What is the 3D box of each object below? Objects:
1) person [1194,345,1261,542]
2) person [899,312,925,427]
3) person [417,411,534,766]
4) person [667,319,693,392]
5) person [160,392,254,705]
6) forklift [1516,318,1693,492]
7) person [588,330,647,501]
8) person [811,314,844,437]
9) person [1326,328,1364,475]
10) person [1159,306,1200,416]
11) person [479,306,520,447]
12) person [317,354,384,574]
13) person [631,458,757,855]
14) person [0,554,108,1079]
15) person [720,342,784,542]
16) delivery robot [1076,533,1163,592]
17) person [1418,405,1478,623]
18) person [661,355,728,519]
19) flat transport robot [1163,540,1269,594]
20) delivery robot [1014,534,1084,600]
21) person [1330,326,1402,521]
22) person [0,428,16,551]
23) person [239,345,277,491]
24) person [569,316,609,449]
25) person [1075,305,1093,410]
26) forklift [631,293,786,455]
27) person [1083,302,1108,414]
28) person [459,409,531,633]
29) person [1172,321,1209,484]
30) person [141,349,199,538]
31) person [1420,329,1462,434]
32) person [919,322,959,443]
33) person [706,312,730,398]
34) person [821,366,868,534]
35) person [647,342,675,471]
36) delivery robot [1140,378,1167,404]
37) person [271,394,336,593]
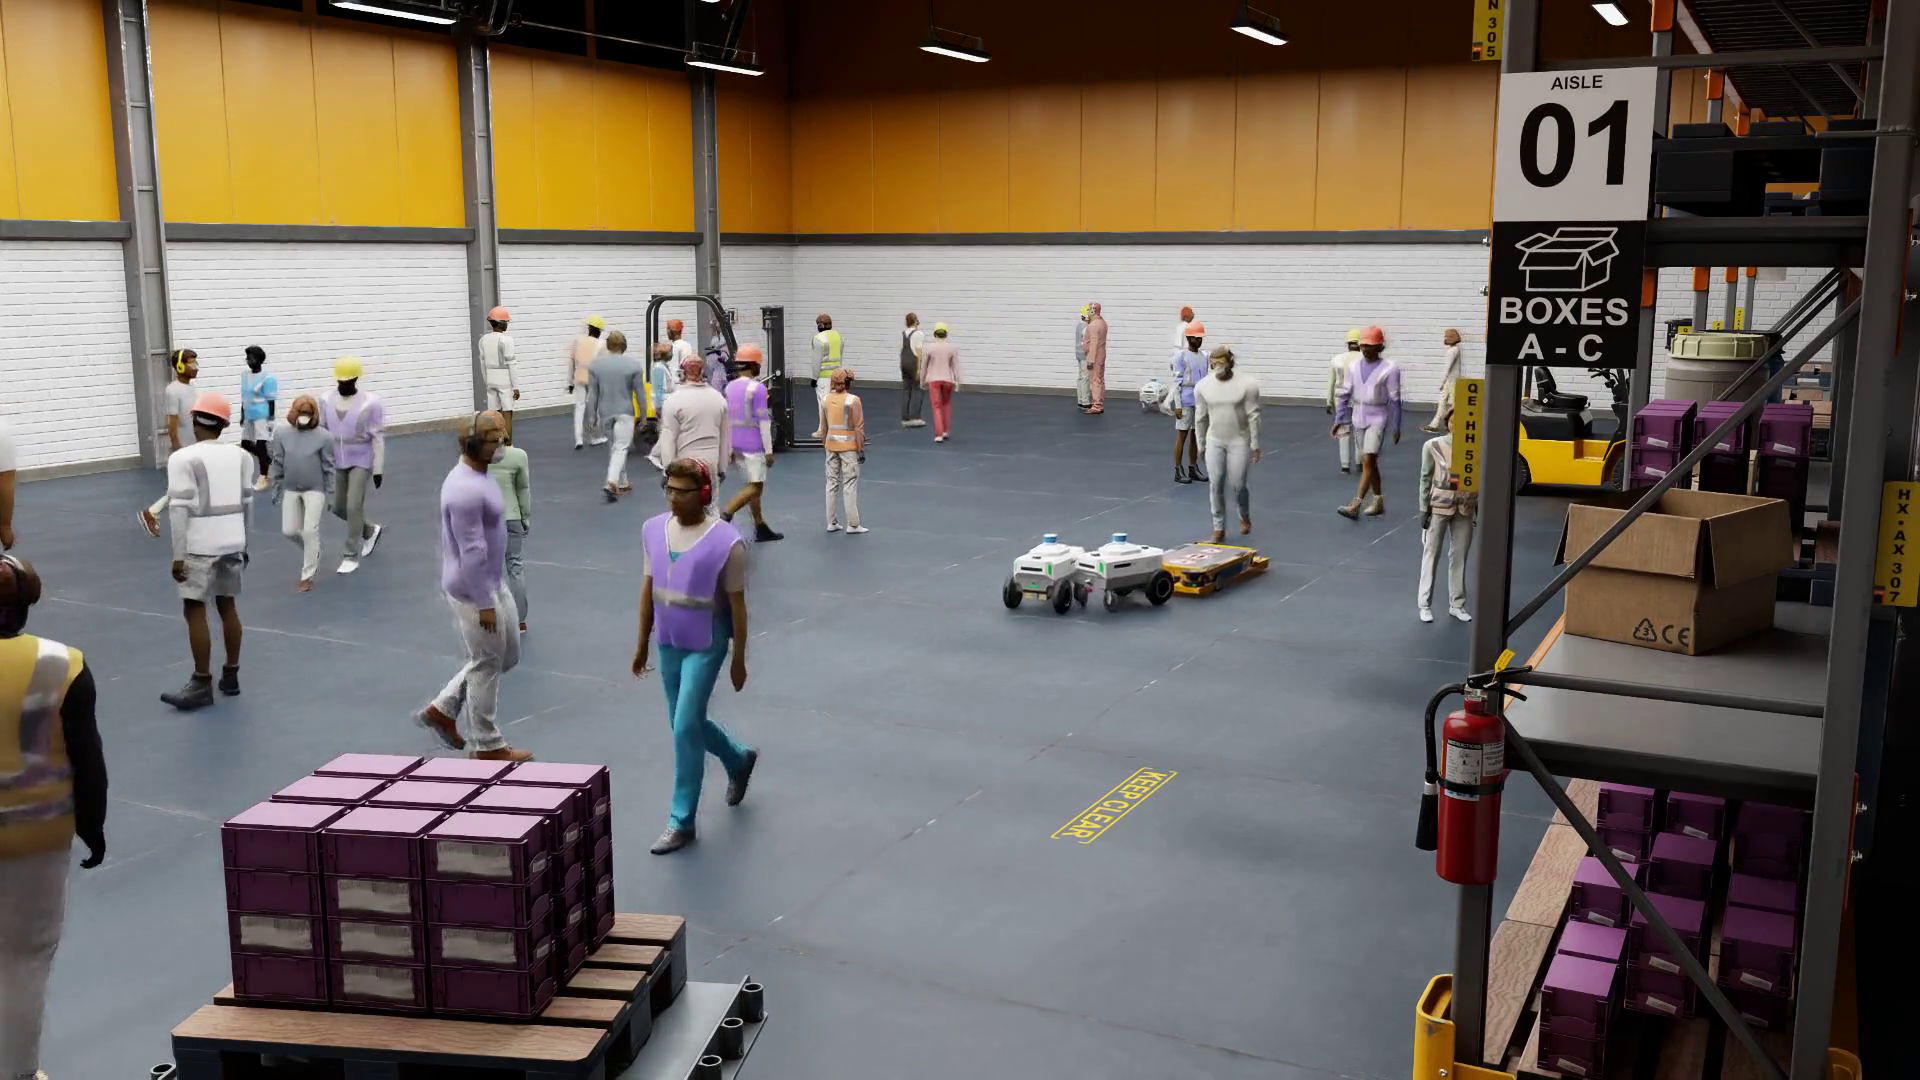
[{"bbox_3d":[2.548,-0.922,15.842,0.640,1.896,0.633,4,11,22],"label":"person"},{"bbox_3d":[-0.789,-2.692,26.332,0.525,1.804,0.522,7,12,35],"label":"person"},{"bbox_3d":[-2.600,0.277,8.825,0.515,1.922,0.636,-1,10,-4],"label":"person"},{"bbox_3d":[-3.707,-1.982,22.001,0.338,1.883,0.583,3,10,18],"label":"person"},{"bbox_3d":[-4.668,0.053,10.230,0.412,1.882,0.773,5,11,25],"label":"person"},{"bbox_3d":[7.066,-1.601,18.899,2.313,2.155,1.214,5,11,27],"label":"forklift"},{"bbox_3d":[-3.842,-1.392,18.571,0.643,1.904,0.971,1,10,8],"label":"person"},{"bbox_3d":[-2.007,-2.445,24.820,0.429,1.841,0.625,7,12,34],"label":"person"},{"bbox_3d":[4.879,-1.728,20.740,0.617,1.809,0.682,2,10,10],"label":"person"},{"bbox_3d":[3.734,-2.967,27.792,0.589,1.867,0.703,-3,10,-19],"label":"person"},{"bbox_3d":[-6.058,-2.060,21.997,0.608,2.044,0.373,6,11,31],"label":"person"},{"bbox_3d":[-5.277,-0.686,14.475,0.636,1.893,0.733,2,10,12],"label":"person"},{"bbox_3d":[-1.227,0.495,7.871,0.573,1.817,0.831,7,12,34],"label":"person"},{"bbox_3d":[-3.041,0.947,5.266,0.642,1.815,0.451,-3,10,-15],"label":"person"},{"bbox_3d":[-2.026,-0.891,15.607,0.808,1.919,0.552,-8,13,-40],"label":"person"},{"bbox_3d":[1.249,0.191,12.995,0.707,0.478,0.477,-7,12,-37],"label":"delivery robot"},{"bbox_3d":[3.667,-0.199,12.401,0.515,1.636,0.315,-1,10,-5],"label":"person"},{"bbox_3d":[-2.258,-0.614,14.062,0.398,1.896,0.642,8,13,39],"label":"person"},{"bbox_3d":[2.008,0.217,13.932,0.652,0.197,1.431,6,11,32],"label":"flat transport robot"},{"bbox_3d":[0.699,0.199,12.950,0.477,0.478,0.707,5,11,26],"label":"delivery robot"},{"bbox_3d":[4.155,-1.197,17.131,1.028,1.992,0.620,-8,13,-40],"label":"person"},{"bbox_3d":[-6.599,-0.125,10.796,0.695,2.000,0.768,1,10,7],"label":"person"},{"bbox_3d":[-8.135,-1.427,19.332,0.569,1.687,0.539,6,11,29],"label":"person"},{"bbox_3d":[-5.256,-2.226,23.505,0.672,1.857,0.957,2,10,10],"label":"person"},{"bbox_3d":[2.232,-3.208,29.249,0.403,1.833,0.586,-2,10,-11],"label":"person"},{"bbox_3d":[-3.588,-2.317,23.042,2.313,2.155,1.214,-1,10,-5],"label":"forklift"},{"bbox_3d":[2.290,-3.102,28.417,0.401,1.910,0.640,4,10,21],"label":"person"},{"bbox_3d":[-3.330,-0.120,11.946,0.504,1.633,0.279,-6,11,-30],"label":"person"},{"bbox_3d":[2.788,-1.647,19.910,0.546,1.938,0.360,-7,12,-36],"label":"person"},{"bbox_3d":[-7.409,-0.889,15.817,0.651,1.841,0.522,-1,10,-4],"label":"person"},{"bbox_3d":[7.295,-2.374,25.057,0.776,1.597,0.527,4,11,23],"label":"person"},{"bbox_3d":[-0.318,-2.310,24.312,0.542,1.735,0.770,-2,10,-14],"label":"person"},{"bbox_3d":[-3.499,-2.475,24.890,0.793,1.883,0.653,-2,10,-10],"label":"person"},{"bbox_3d":[-1.145,-0.873,16.291,0.512,1.641,0.307,7,12,33],"label":"person"},{"bbox_3d":[-3.701,-1.665,20.894,0.371,1.623,0.549,0,10,1],"label":"person"},{"bbox_3d":[3.380,-2.586,29.069,0.477,0.478,0.707,4,11,20],"label":"delivery robot"},{"bbox_3d":[-5.329,-0.398,13.580,0.531,1.614,0.481,0,10,0],"label":"person"}]
